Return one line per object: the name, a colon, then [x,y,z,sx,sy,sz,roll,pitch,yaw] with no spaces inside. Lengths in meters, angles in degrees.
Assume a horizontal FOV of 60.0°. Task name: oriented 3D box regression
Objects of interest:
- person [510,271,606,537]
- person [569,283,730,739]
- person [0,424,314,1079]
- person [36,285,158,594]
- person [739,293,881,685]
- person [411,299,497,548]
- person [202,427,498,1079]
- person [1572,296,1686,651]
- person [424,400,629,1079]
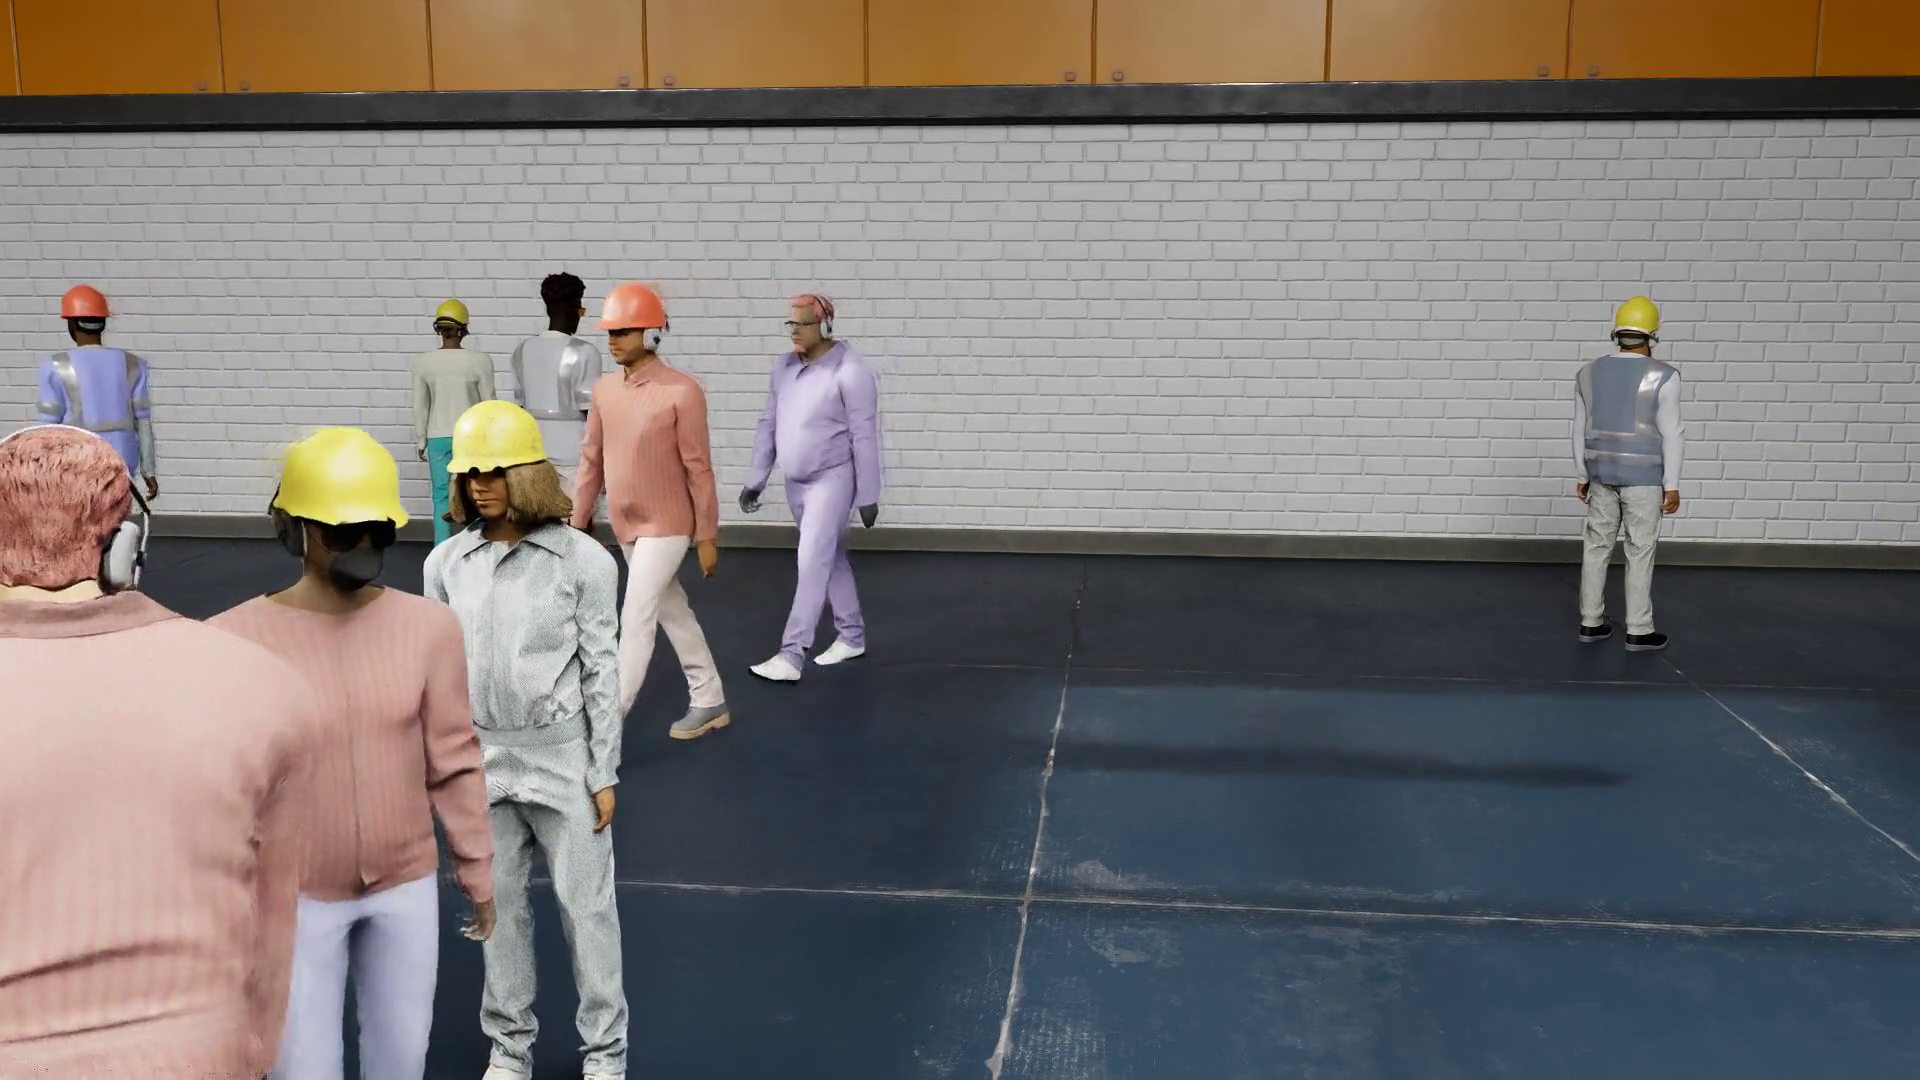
person: [-2.146,-0.464,9.010,0.607,1.958,0.372,6,11,30]
person: [-1.319,-0.061,6.772,0.631,1.936,1.051,8,13,40]
person: [-1.160,0.781,2.222,0.661,1.850,0.835,-7,12,-34]
person: [-4.575,-0.409,8.887,0.975,1.901,0.552,9,13,41]
person: [-0.770,-0.246,8.046,0.958,1.864,0.667,-9,13,-42]
person: [-3.190,-0.638,10.548,0.526,1.768,0.331,-1,10,-5]
person: [-1.140,0.659,3.126,0.552,1.753,0.357,-9,13,-42]
person: [3.487,-0.344,8.665,0.404,1.836,0.600,-8,13,-37]
person: [-1.031,0.536,3.921,0.485,1.736,0.314,2,10,11]
